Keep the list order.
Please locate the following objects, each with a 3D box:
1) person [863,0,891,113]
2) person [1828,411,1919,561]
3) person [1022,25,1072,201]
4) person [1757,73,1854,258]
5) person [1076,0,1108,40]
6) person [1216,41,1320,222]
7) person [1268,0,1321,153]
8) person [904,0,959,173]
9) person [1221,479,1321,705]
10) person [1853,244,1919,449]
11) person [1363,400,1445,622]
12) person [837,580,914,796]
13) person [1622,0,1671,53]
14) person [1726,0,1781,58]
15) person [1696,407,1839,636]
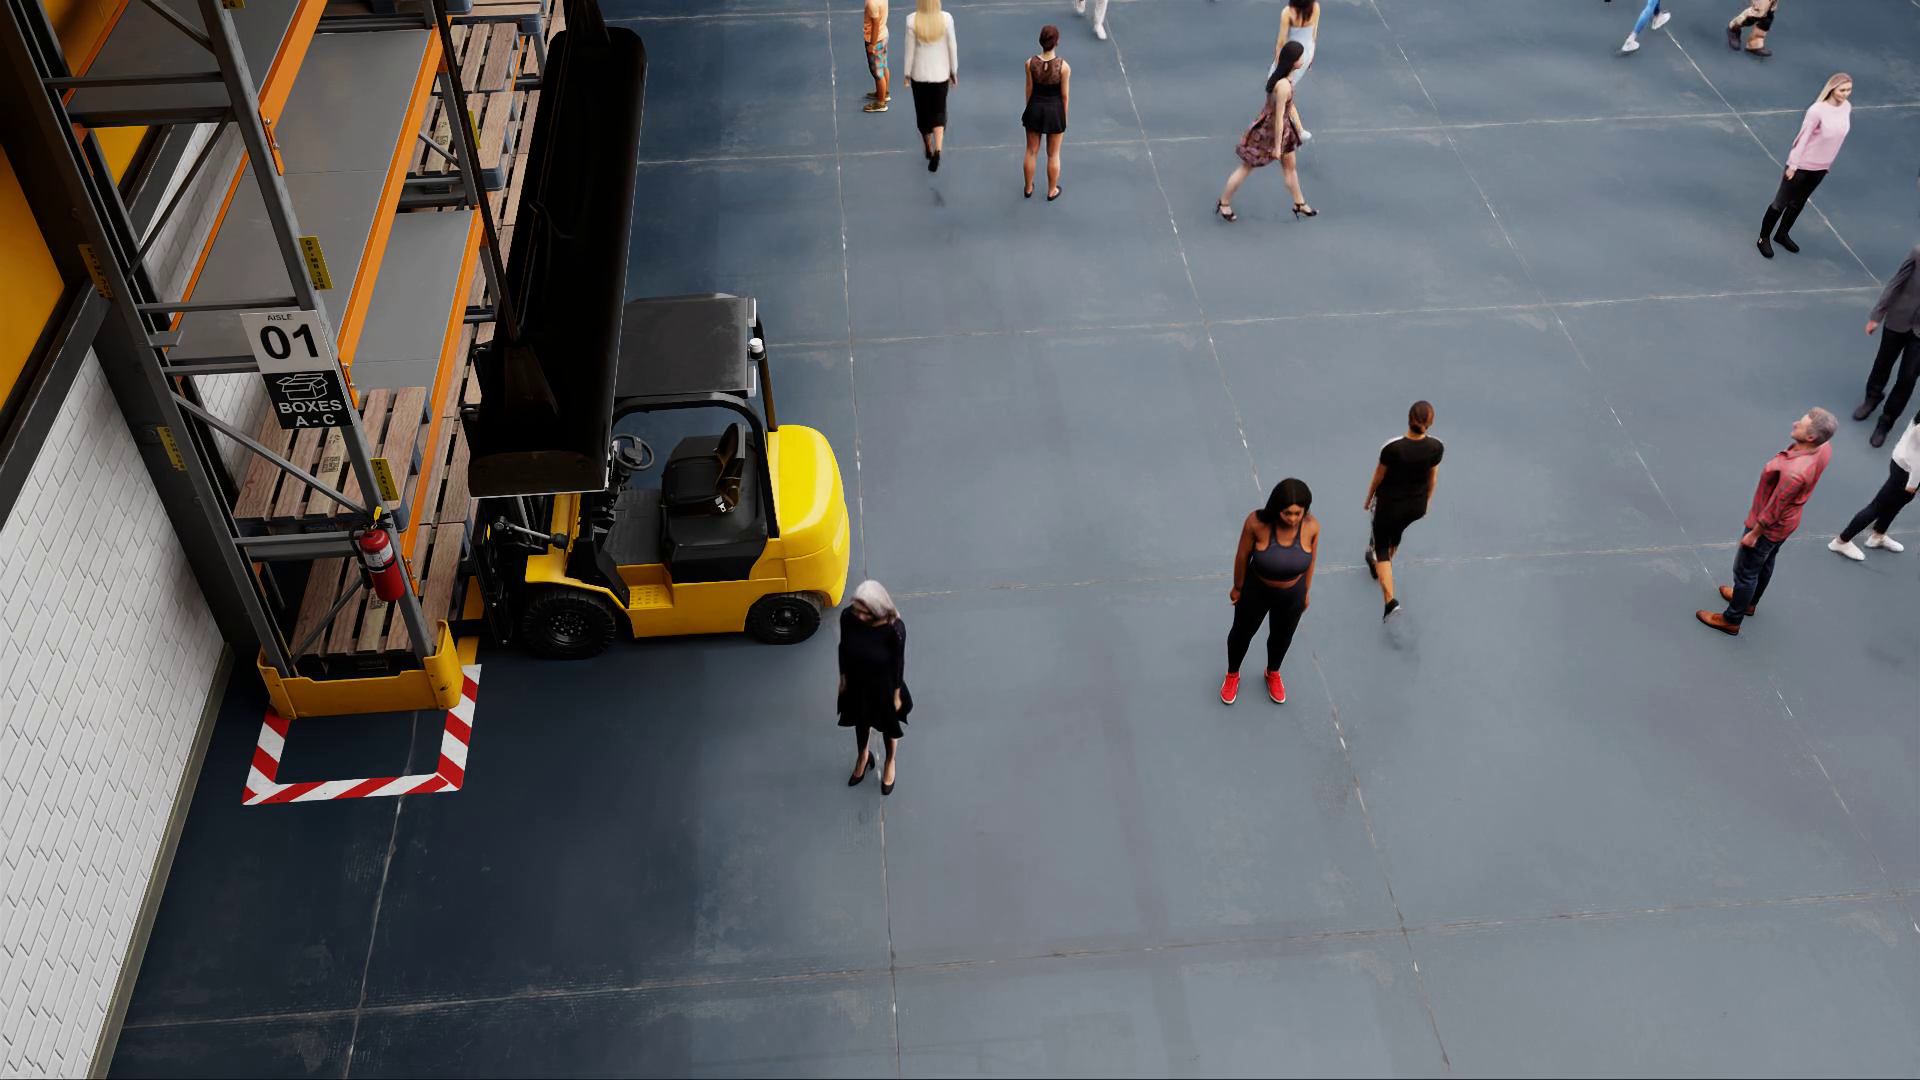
[{"bbox_3d":[-0.806,-4.904,16.213,0.634,1.461,0.496,7,44,7],"label":"person"},{"bbox_3d":[6.565,-0.534,11.460,0.857,1.689,0.806,22,48,22],"label":"person"},{"bbox_3d":[0.765,-3.834,14.934,0.652,1.677,0.656,10,44,10],"label":"person"},{"bbox_3d":[7.296,-3.245,14.308,0.637,1.687,0.601,-11,45,-12],"label":"person"},{"bbox_3d":[1.401,-6.126,17.344,0.635,1.670,0.944,-7,44,-7],"label":"person"},{"bbox_3d":[2.659,-3.520,14.583,0.918,1.706,1.164,10,44,10],"label":"person"},{"bbox_3d":[3.157,-4.423,15.527,0.777,1.710,1.079,-16,46,-16],"label":"person"},{"bbox_3d":[-0.268,-4.149,15.144,0.661,1.842,0.925,-4,44,-4],"label":"person"},{"bbox_3d":[1.967,0.306,10.486,0.672,1.817,0.624,0,44,0],"label":"person"},{"bbox_3d":[7.214,-1.658,12.542,0.970,1.824,1.029,32,52,29],"label":"person"},{"bbox_3d":[2.954,-0.182,11.123,0.620,1.645,1.009,-5,44,-6],"label":"person"},{"bbox_3d":[-0.523,0.878,9.935,0.685,1.749,0.699,15,46,15],"label":"person"},{"bbox_3d":[7.180,-5.828,16.987,1.166,1.731,1.183,-33,53,-30],"label":"person"},{"bbox_3d":[8.247,-5.837,16.918,0.835,1.839,0.875,-18,47,-18],"label":"person"},{"bbox_3d":[5.355,-0.137,10.938,0.755,1.835,0.787,-34,53,-31],"label":"person"}]
